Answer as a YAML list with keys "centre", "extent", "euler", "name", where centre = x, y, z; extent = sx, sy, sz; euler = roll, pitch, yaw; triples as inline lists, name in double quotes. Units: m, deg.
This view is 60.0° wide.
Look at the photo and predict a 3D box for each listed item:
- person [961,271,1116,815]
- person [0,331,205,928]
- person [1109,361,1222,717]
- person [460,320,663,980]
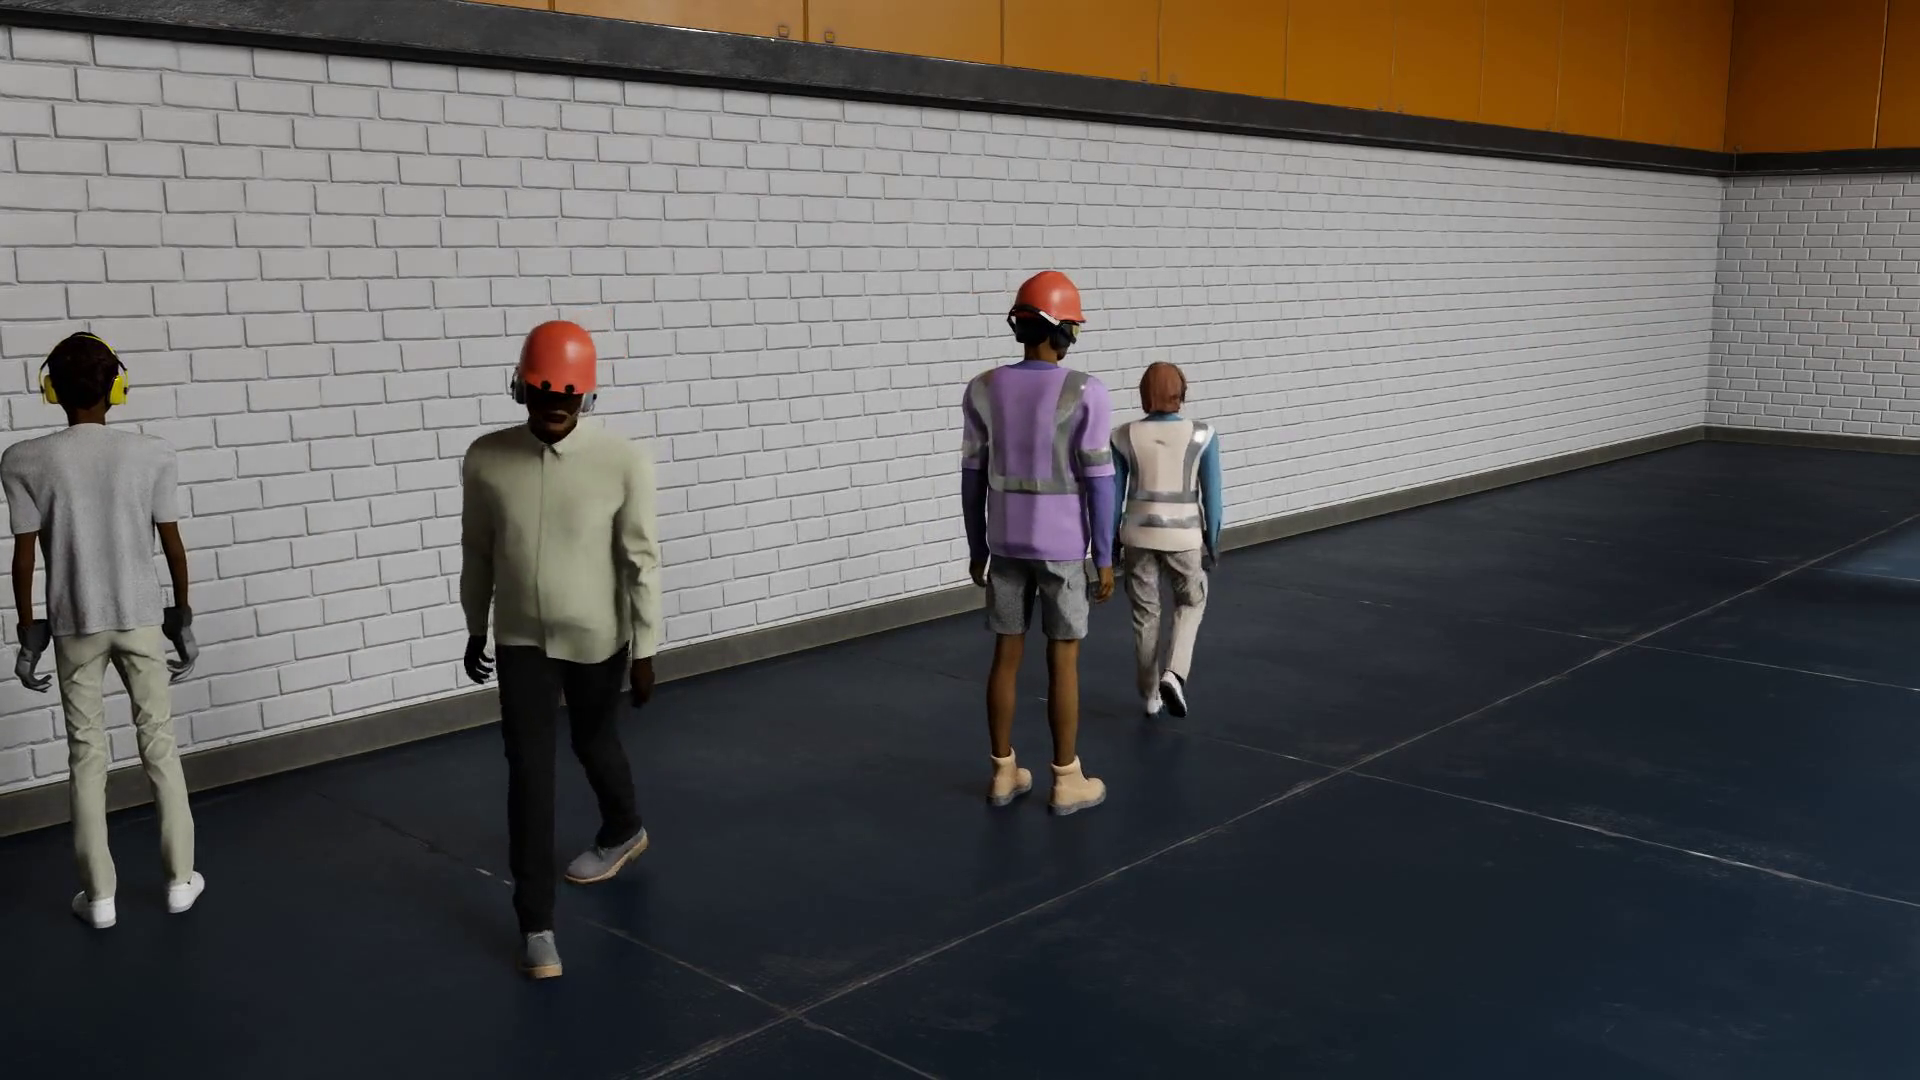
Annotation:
- centre: [0.312, 0.012, 6.306]
  extent: [0.615, 2.040, 0.391]
  euler: [5, 11, 28]
  name: "person"
- centre: [-2.693, 0.286, 5.242]
  extent: [0.516, 1.871, 0.325]
  euler: [-5, 11, -28]
  name: "person"
- centre: [0.899, 0.019, 7.429]
  extent: [0.530, 1.626, 0.437]
  euler: [3, 10, 14]
  name: "person"
- centre: [-1.231, 0.273, 5.178]
  extent: [0.657, 1.933, 0.976]
  euler: [0, 10, -2]
  name: "person"
